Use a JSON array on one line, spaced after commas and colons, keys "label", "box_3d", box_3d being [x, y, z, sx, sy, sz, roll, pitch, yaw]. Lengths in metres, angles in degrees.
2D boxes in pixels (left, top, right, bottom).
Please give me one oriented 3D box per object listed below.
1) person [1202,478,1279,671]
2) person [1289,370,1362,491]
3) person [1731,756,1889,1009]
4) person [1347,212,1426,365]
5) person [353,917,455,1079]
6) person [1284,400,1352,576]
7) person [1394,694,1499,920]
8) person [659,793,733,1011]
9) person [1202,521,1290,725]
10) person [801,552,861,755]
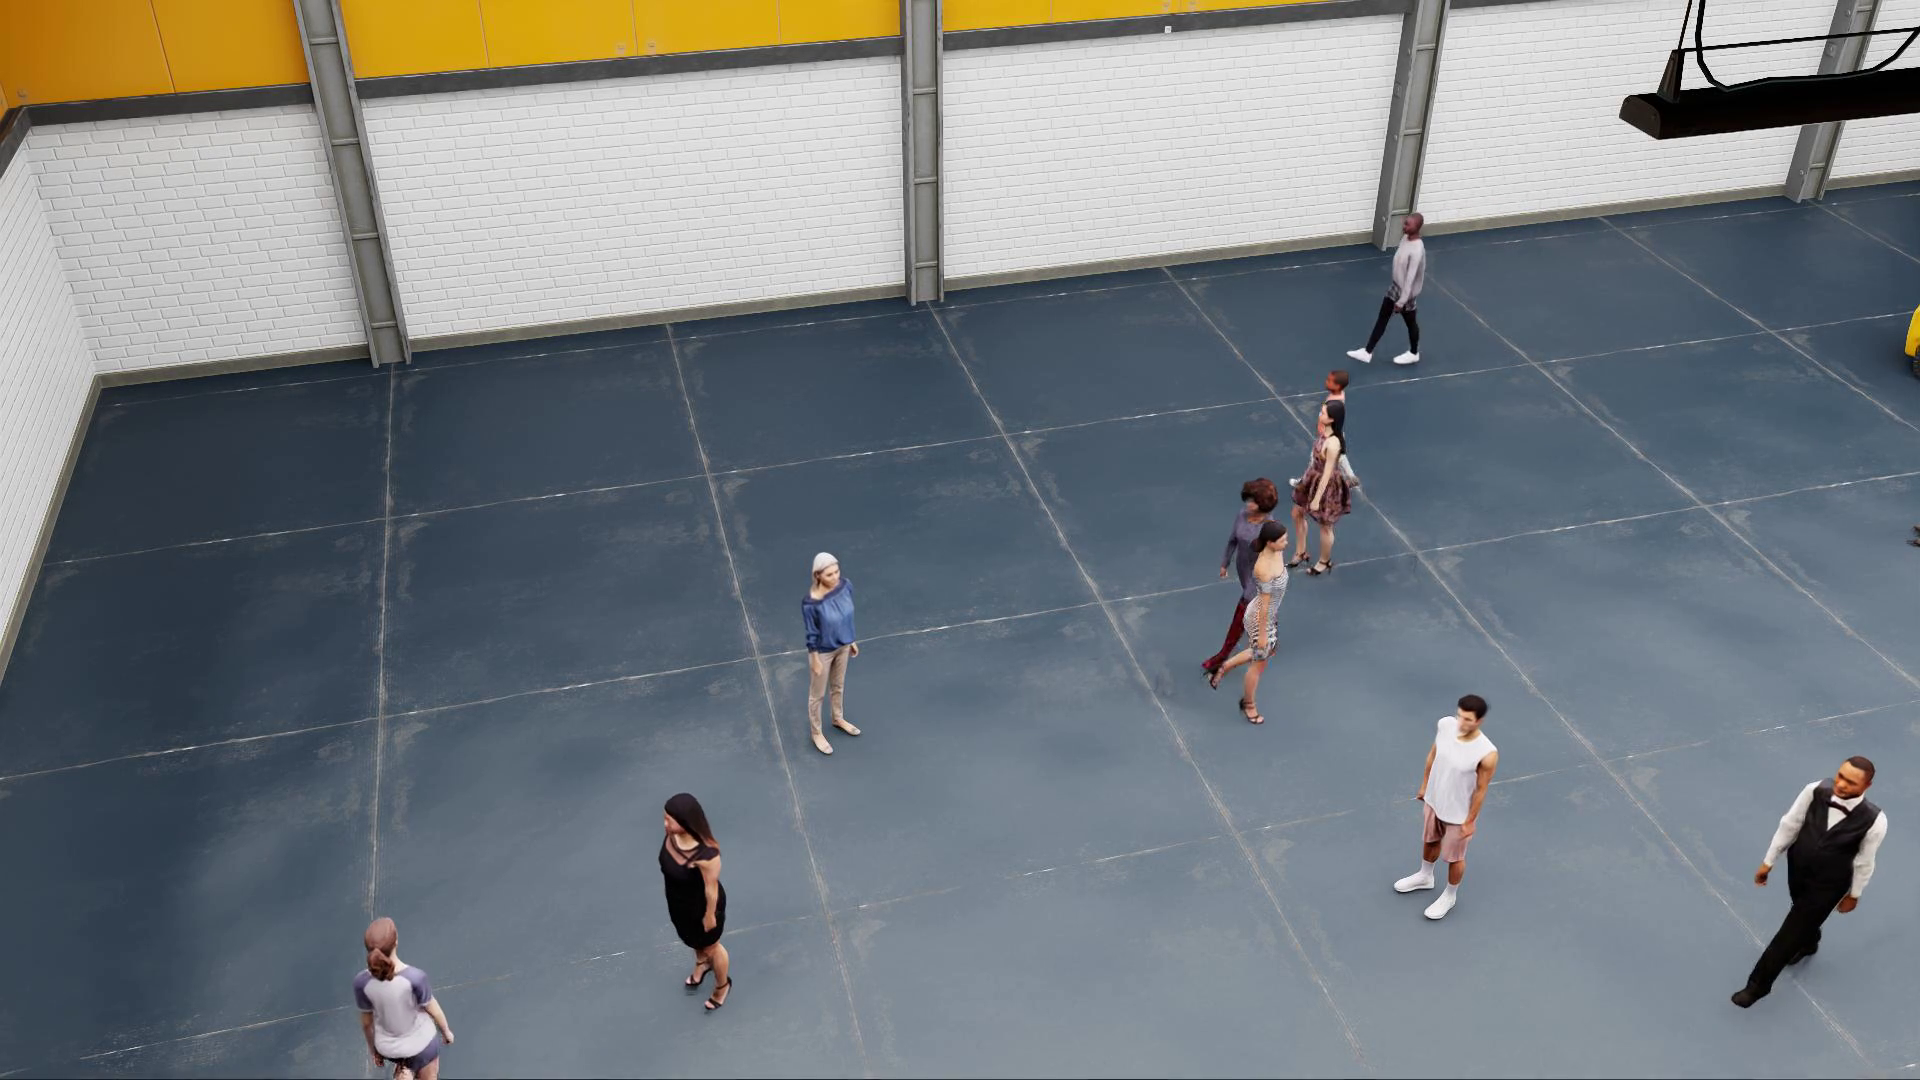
[{"label": "person", "box_3d": [2.407, 0.241, 13.341, 1.168, 1.671, 0.887, -23, 40, -30]}, {"label": "person", "box_3d": [3.537, -1.006, 15.549, 0.933, 1.302, 0.822, 13, 36, 19]}, {"label": "person", "box_3d": [5.430, 2.062, 10.423, 1.329, 1.868, 0.931, -18, 37, -24]}, {"label": "person", "box_3d": [4.800, -2.630, 17.596, 1.050, 1.742, 0.689, -6, 34, -8]}, {"label": "person", "box_3d": [-3.124, 2.872, 9.309, 0.617, 1.752, 0.702, 0, 34, 0]}, {"label": "person", "box_3d": [3.195, -0.416, 14.246, 0.817, 1.764, 0.733, 1, 34, 2]}, {"label": "person", "box_3d": [3.262, 1.731, 10.992, 0.644, 1.789, 0.696, -17, 37, -24]}, {"label": "person", "box_3d": [-1.623, 2.225, 10.313, 0.713, 1.717, 0.730, -21, 39, -28]}, {"label": "person", "box_3d": [2.198, 0.615, 12.653, 0.914, 1.808, 0.837, 14, 36, 20]}, {"label": "person", "box_3d": [-0.983, 0.814, 12.455, 0.768, 1.697, 0.674, 27, 42, 34]}]
